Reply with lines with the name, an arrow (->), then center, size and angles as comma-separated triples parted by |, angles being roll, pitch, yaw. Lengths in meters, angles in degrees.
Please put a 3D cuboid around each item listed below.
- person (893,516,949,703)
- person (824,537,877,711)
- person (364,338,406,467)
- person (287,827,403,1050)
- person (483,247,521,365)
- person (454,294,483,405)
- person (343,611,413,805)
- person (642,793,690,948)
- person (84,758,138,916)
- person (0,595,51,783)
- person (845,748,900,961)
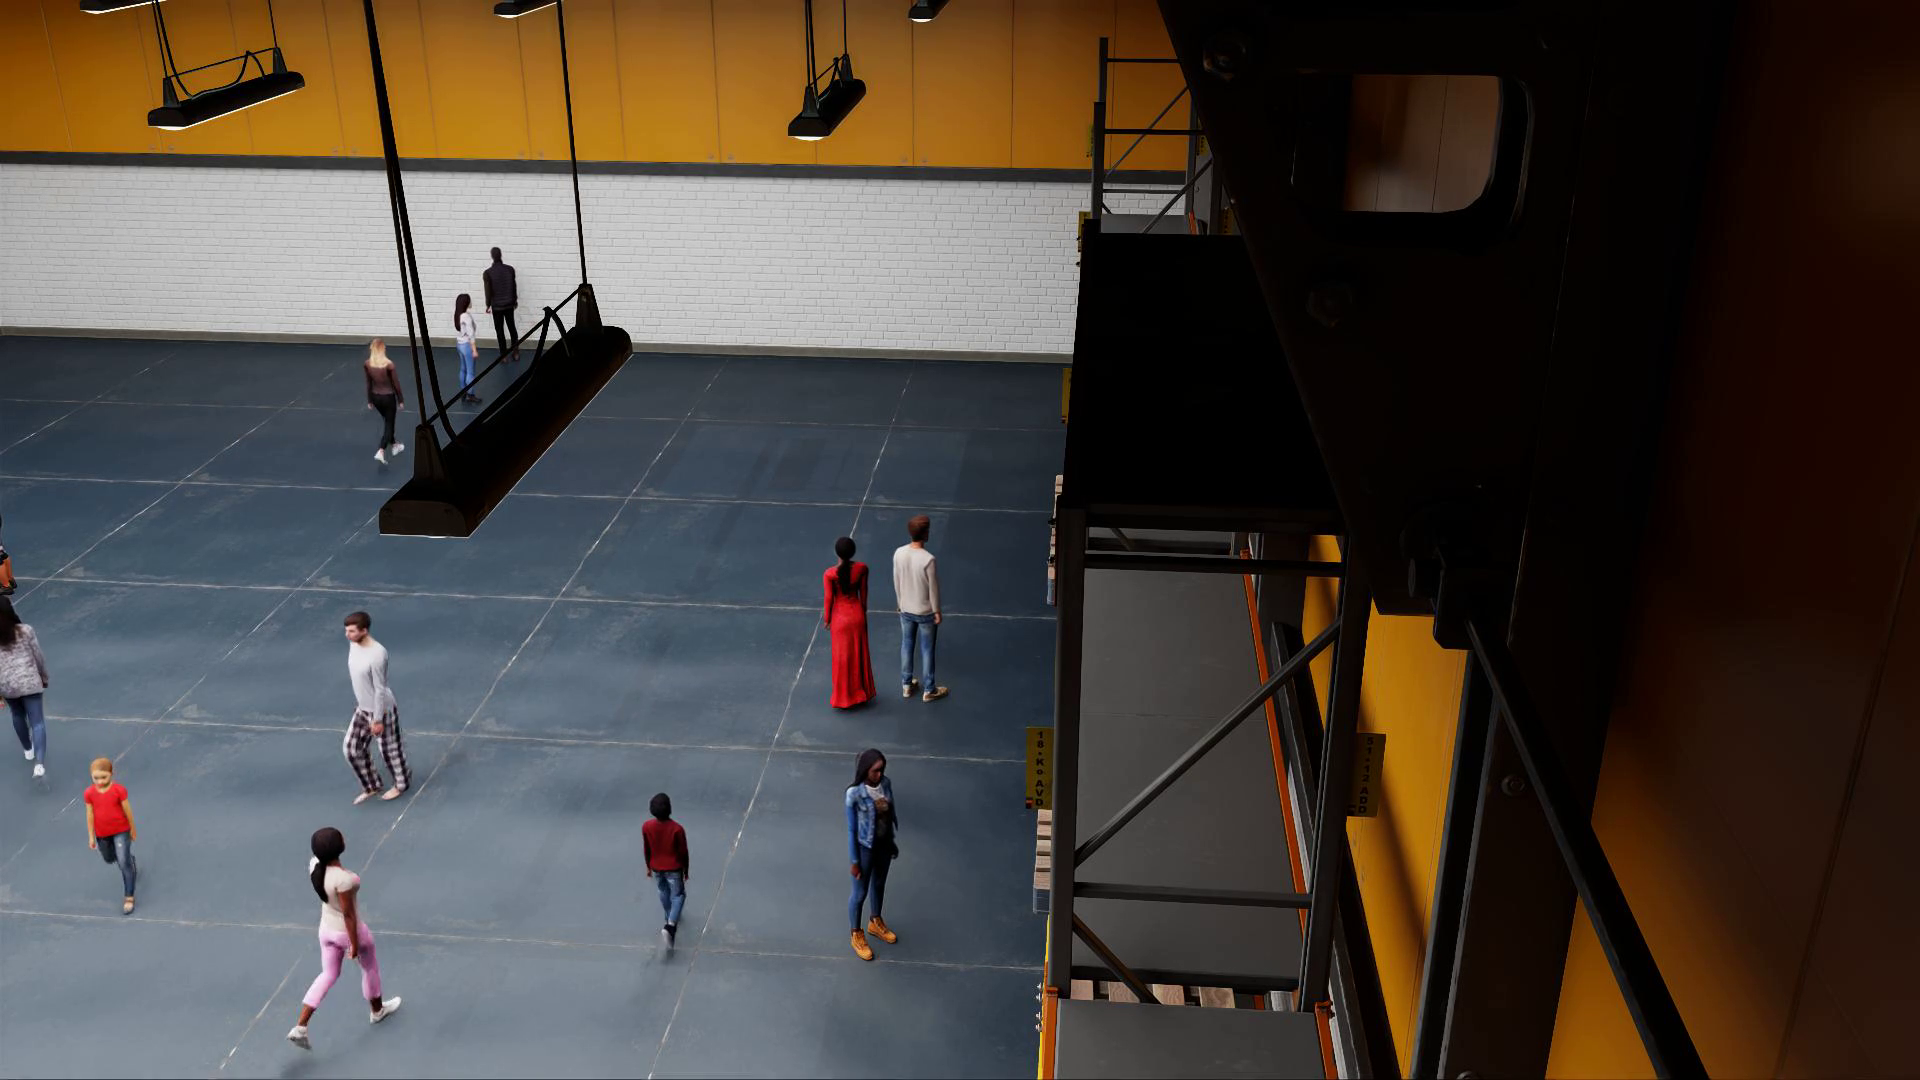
person -> -0.404, 0.668, 16.107 | 0.749, 1.898, 0.736 | 13, 27, 28
person -> -1.077, 0.795, 15.959 | 0.723, 1.784, 0.755 | -12, 26, -26
person -> -7.664, -1.805, 22.045 | 0.705, 1.673, 1.112 | 5, 24, 11
person -> -4.360, 2.769, 11.526 | 0.926, 1.717, 1.164 | 15, 28, 30
person -> -7.207, -3.710, 26.199 | 0.764, 1.838, 0.824 | -18, 30, -36
person -> -7.258, -2.819, 24.422 | 0.749, 1.627, 0.668 | -16, 28, -31
person -> -5.007, 1.422, 14.465 | 0.845, 1.833, 0.908 | 18, 30, 36
person -> -2.251, 2.510, 12.712 | 0.535, 1.242, 0.769 | 4, 24, 9
person -> -6.704, 2.279, 13.177 | 0.597, 1.294, 0.873 | -4, 24, -9
person -> -8.361, 1.349, 14.806 | 0.961, 1.693, 1.213 | -10, 25, -22
person -> -0.679, 2.325, 12.547 | 0.738, 1.714, 0.650 | 20, 31, 39
